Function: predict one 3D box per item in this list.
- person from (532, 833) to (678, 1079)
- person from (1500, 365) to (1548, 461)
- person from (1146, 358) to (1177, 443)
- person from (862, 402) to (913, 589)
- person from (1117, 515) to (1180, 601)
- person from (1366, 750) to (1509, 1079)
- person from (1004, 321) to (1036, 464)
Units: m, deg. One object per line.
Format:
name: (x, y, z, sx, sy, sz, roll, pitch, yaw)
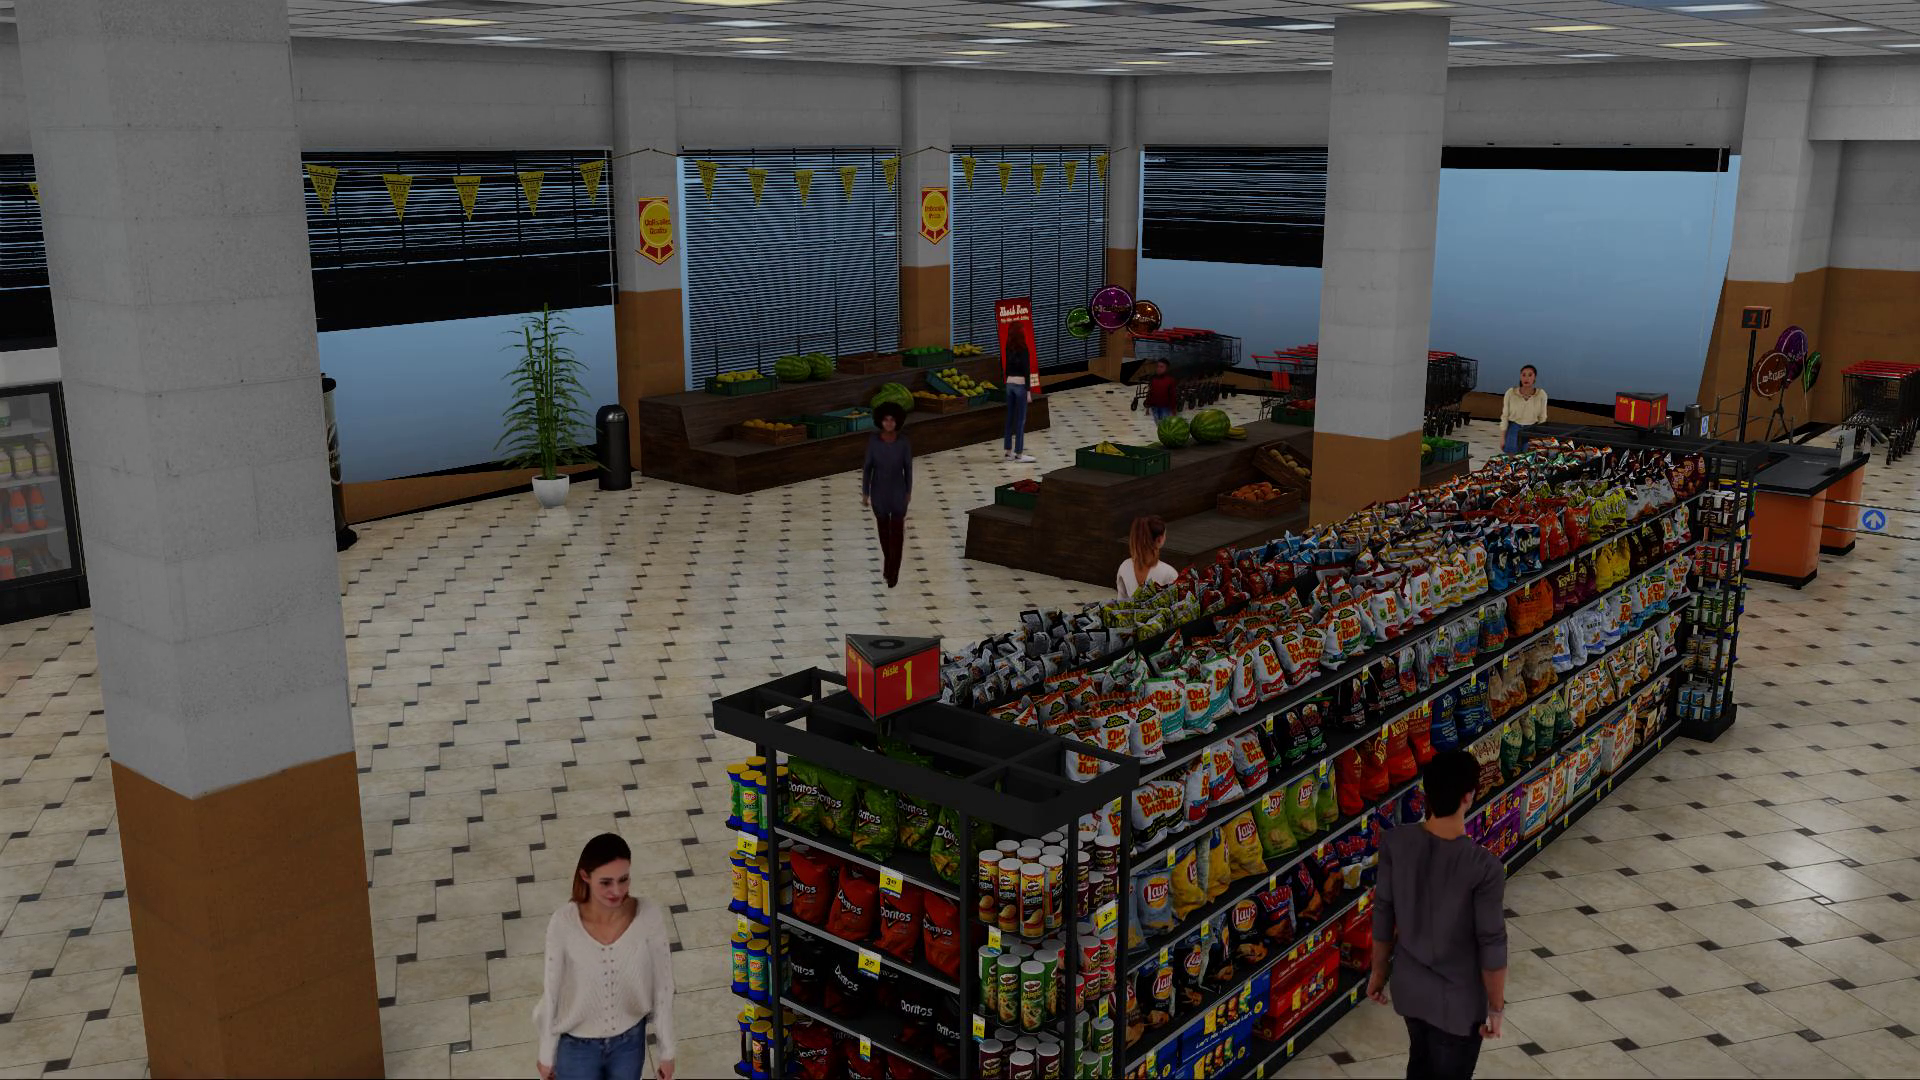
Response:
person: (-1.319, 1.828, 6.061, 0.914, 1.662, 0.894, -6, 15, -23)
person: (6.175, -1.118, 18.271, 0.711, 1.631, 0.684, 5, 14, 18)
person: (2.656, -1.746, 21.709, 0.600, 1.231, 0.877, 8, 16, 29)
person: (-0.658, -0.416, 15.287, 0.980, 1.673, 1.150, 1, 14, 5)
person: (1.213, 0.677, 10.684, 0.614, 1.720, 0.532, 10, 17, 36)
person: (1.735, 1.705, 6.217, 1.117, 1.827, 0.778, -12, 18, -41)
person: (0.729, -1.884, 21.095, 0.598, 1.789, 0.622, -10, 17, -35)
